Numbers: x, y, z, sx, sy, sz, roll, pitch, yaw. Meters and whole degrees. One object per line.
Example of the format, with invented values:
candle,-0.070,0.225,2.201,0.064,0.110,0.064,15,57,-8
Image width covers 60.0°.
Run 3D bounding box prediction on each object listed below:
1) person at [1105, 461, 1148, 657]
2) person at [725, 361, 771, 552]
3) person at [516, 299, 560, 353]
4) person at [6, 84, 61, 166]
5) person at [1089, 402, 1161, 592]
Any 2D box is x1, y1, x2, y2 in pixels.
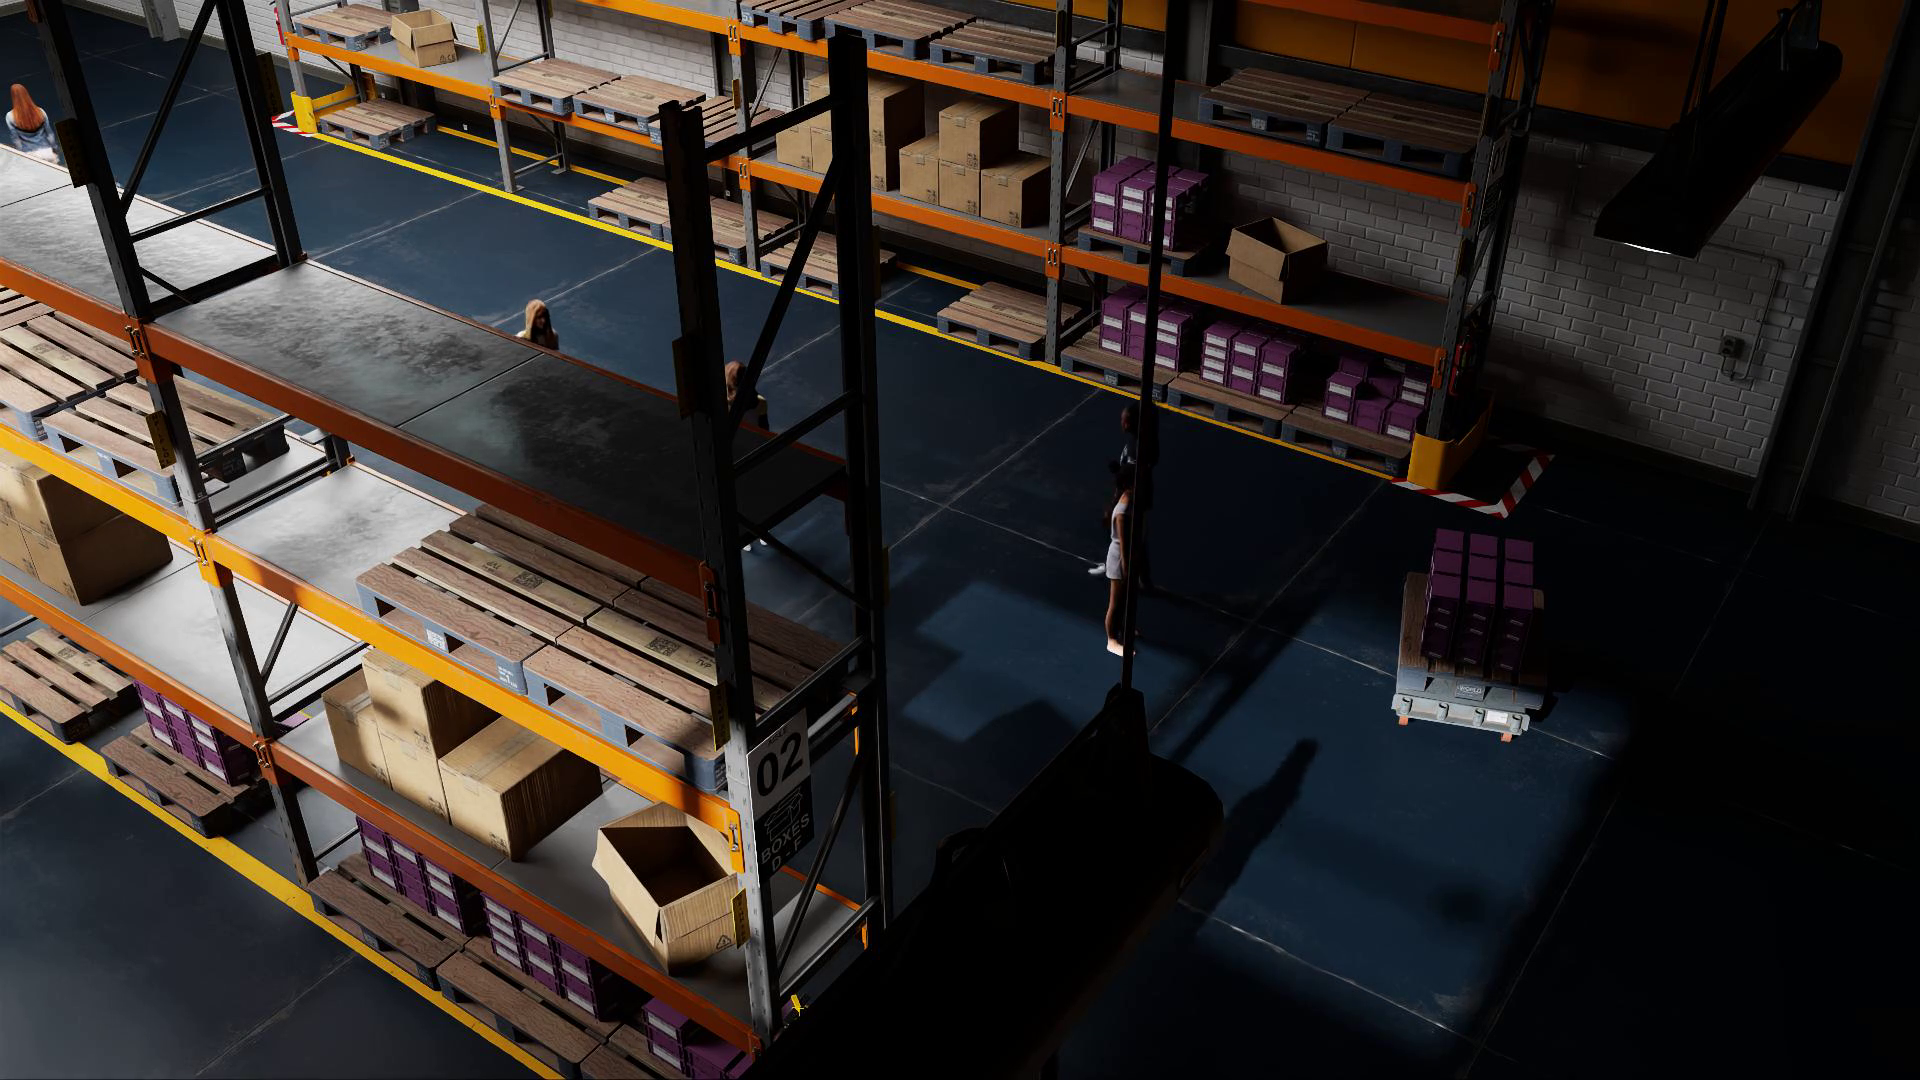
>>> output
person,1.249,0.127,12.591,0.653,1.603,0.638,9,35,13
person,-1.772,-0.687,13.707,0.708,1.723,0.698,-16,37,-23
person,-3.702,-1.282,14.528,0.751,1.805,0.910,-22,40,-30
person,-10.759,-4.476,19.430,0.652,1.698,0.593,-25,41,-32
person,1.460,-0.309,13.139,0.875,1.723,0.787,3,34,5
